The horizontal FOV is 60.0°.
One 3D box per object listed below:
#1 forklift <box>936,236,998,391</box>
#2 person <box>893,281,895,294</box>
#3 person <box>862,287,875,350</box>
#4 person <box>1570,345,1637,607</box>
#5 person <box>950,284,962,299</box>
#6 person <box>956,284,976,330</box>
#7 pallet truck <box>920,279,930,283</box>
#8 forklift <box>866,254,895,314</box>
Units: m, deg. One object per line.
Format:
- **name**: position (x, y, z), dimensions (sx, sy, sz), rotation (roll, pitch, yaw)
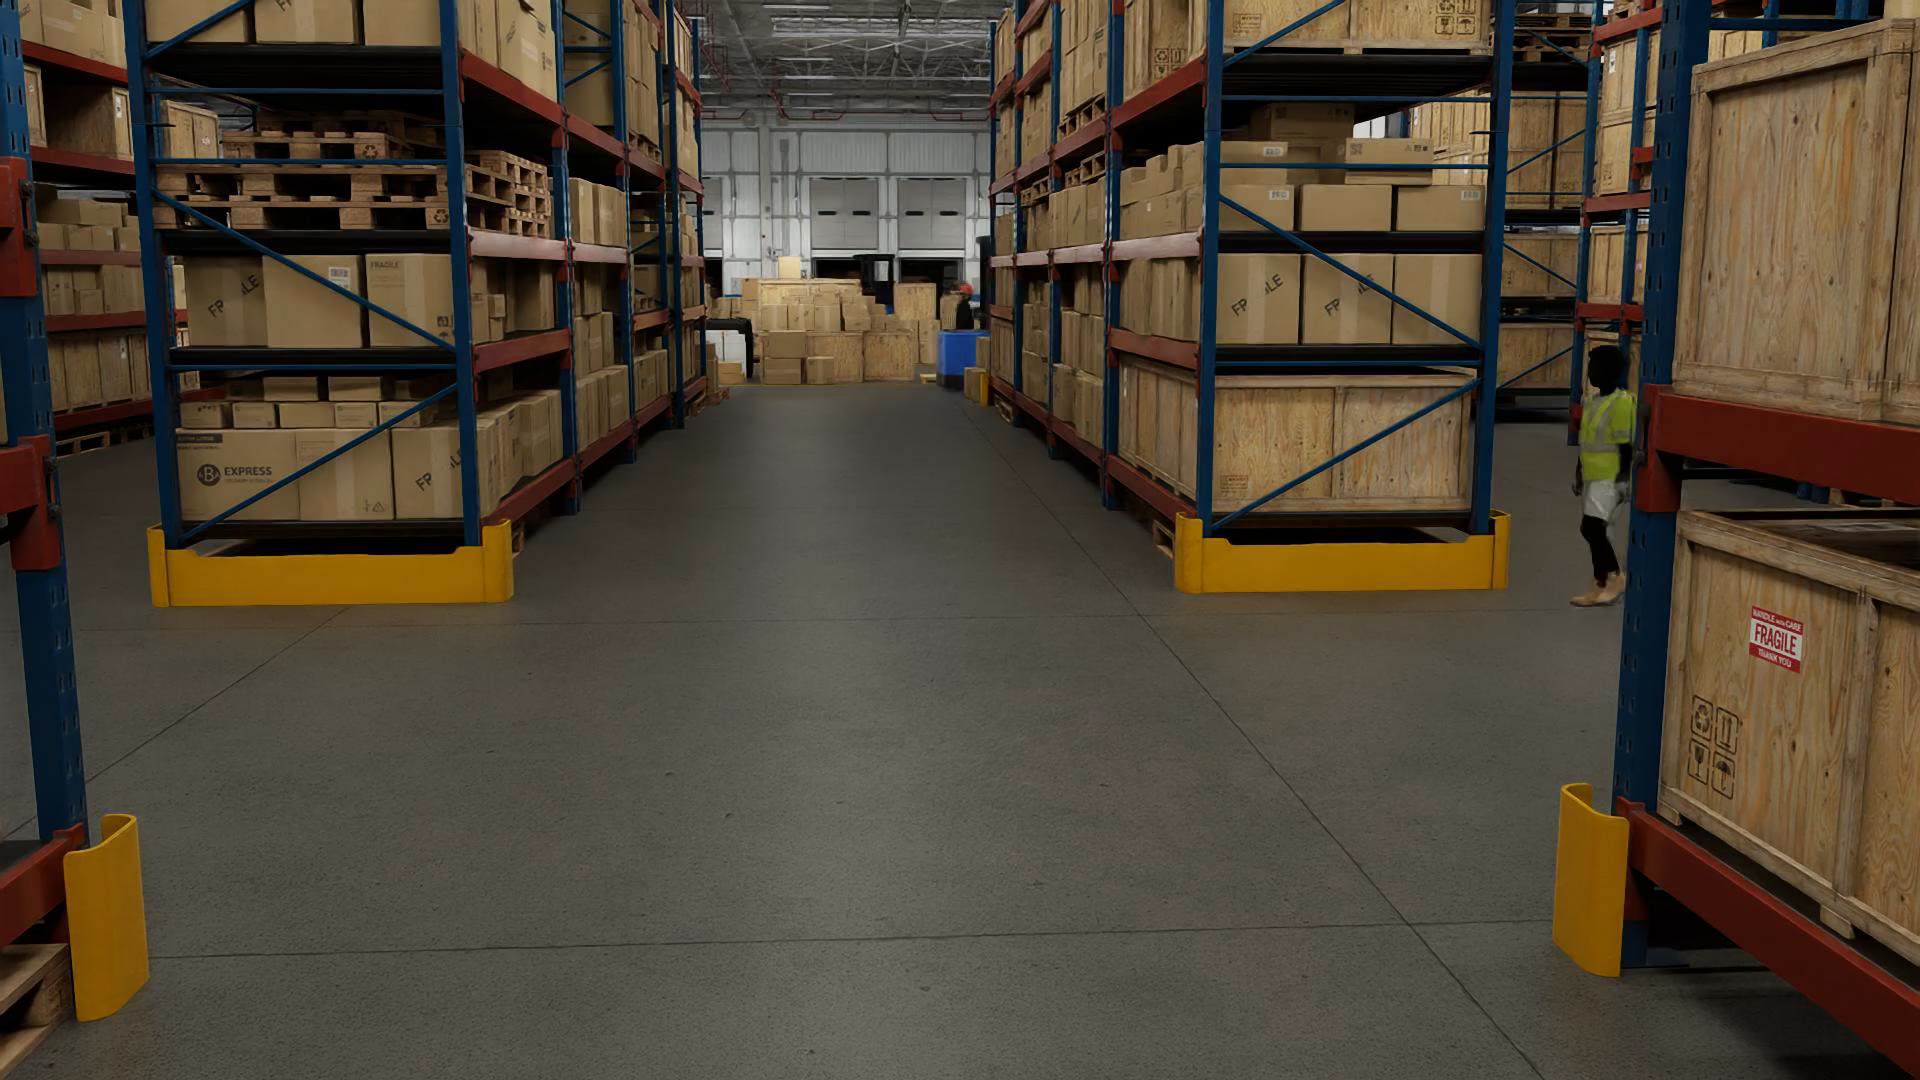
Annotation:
- **forklift**: position (0.558, -4.167, 30.492), dimensions (1.873, 2.768, 1.129), rotation (-2, 9, -10)
- **person**: position (-2.514, -8.777, 62.469), dimensions (0.620, 1.921, 0.407), rotation (6, 11, 35)
- **person**: position (-2.058, -4.849, 38.031), dimensions (0.429, 1.845, 0.627), rotation (-5, 10, -26)
- **person**: position (4.043, -0.389, 10.507), dimensions (0.375, 1.680, 0.555), rotation (-1, 9, -5)
- **person**: position (-0.026, -5.824, 43.972), dimensions (0.793, 1.890, 0.647), rotation (-7, 11, -36)
- **person**: position (0.076, -3.858, 31.454), dimensions (0.948, 1.961, 0.626), rotation (-2, 9, -14)
- **pallet truck**: position (-0.932, -8.922, 63.114), dimensions (1.885, 1.965, 0.823), rotation (2, 9, 13)
- **forklift**: position (-2.661, -8.222, 55.954), dimensions (1.129, 2.768, 1.873), rotation (-5, 10, -30)
